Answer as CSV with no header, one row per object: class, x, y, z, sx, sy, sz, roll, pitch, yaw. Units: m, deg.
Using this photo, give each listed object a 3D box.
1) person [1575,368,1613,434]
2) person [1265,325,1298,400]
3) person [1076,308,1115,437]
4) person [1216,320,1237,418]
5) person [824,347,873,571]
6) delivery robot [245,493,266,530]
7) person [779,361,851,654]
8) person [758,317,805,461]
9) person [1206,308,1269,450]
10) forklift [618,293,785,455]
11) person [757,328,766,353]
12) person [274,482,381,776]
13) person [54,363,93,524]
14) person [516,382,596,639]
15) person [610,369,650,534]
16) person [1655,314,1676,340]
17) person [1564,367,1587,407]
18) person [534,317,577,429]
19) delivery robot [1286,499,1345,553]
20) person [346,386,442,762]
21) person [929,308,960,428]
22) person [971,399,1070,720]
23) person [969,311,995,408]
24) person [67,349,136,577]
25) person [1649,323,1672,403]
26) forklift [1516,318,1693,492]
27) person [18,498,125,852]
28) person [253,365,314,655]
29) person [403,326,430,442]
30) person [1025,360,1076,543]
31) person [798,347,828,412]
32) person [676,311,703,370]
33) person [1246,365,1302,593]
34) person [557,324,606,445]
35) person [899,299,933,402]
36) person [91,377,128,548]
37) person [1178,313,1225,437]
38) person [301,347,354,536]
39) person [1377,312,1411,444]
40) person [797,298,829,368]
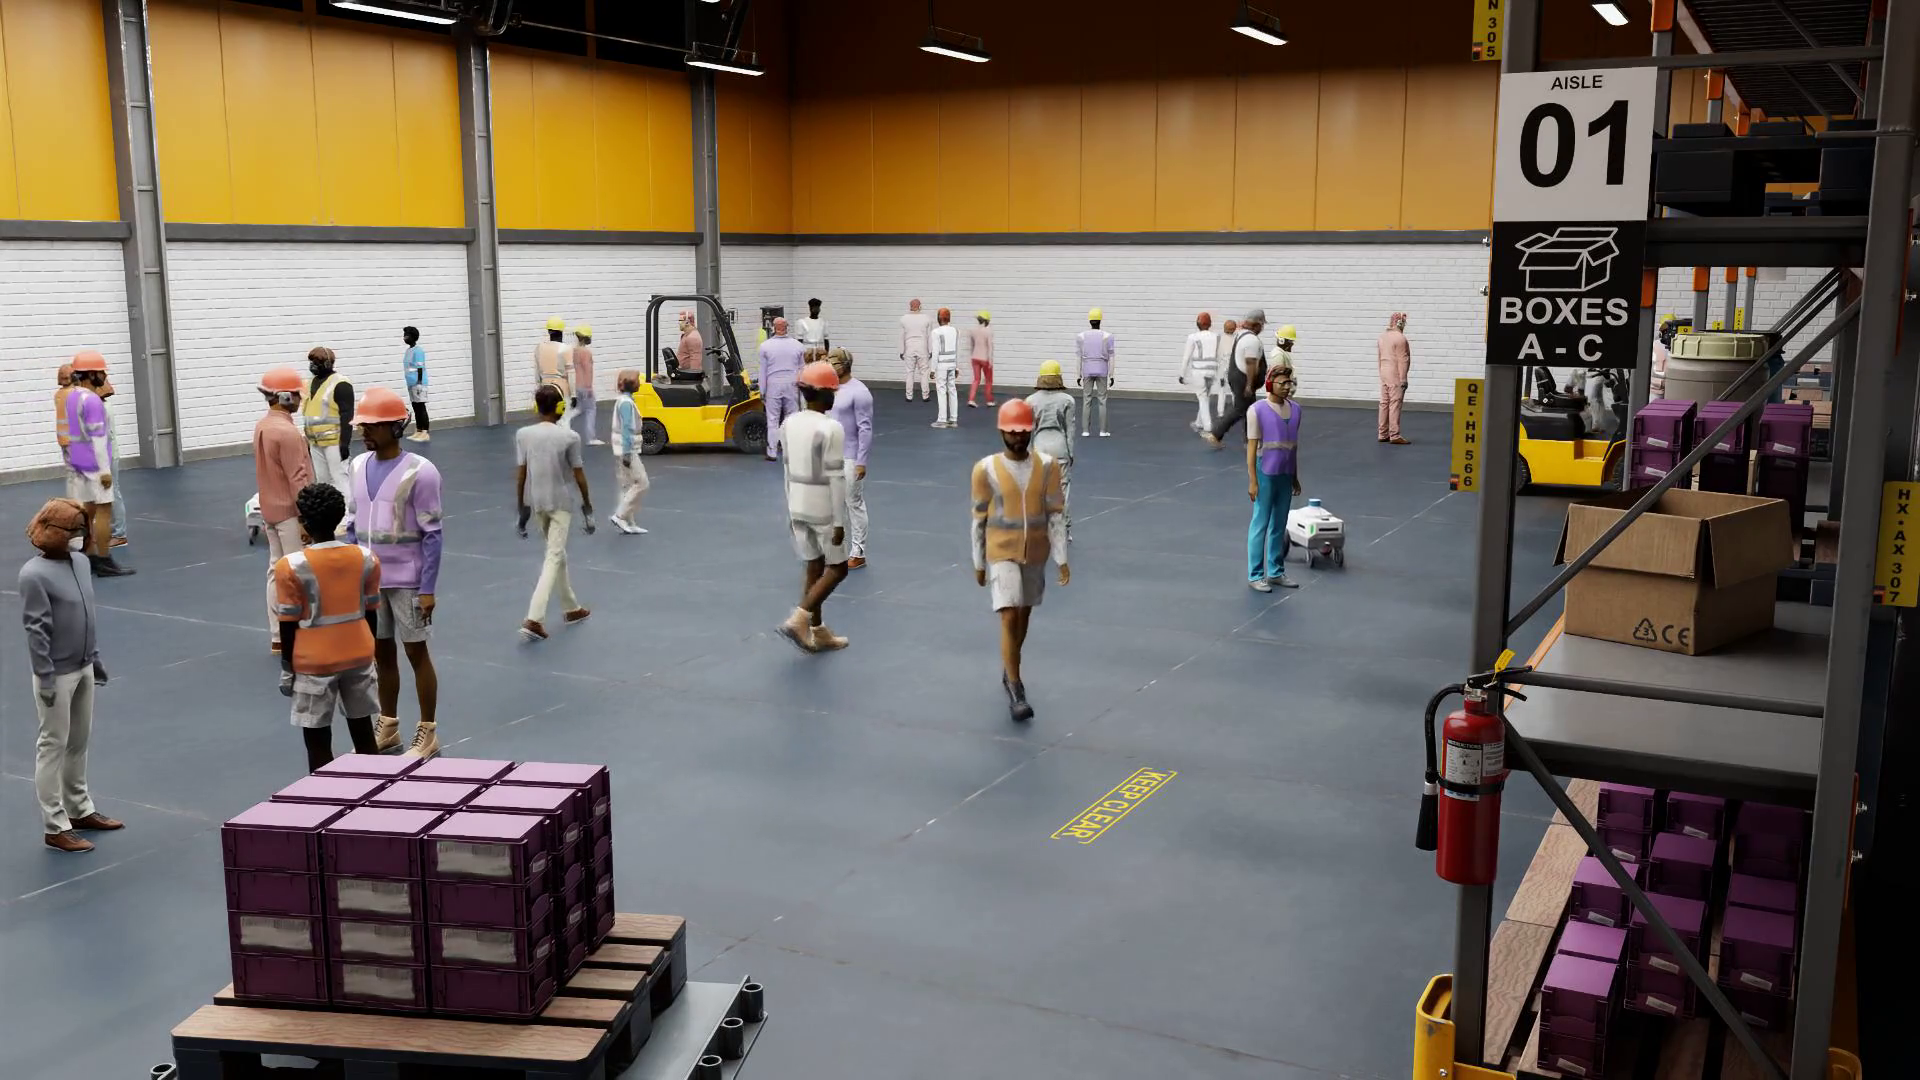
person,9.426,-2.482,24.773,0.664,1.919,0.626,-1,10,-7
person,4.139,-1.851,21.432,0.404,1.819,0.591,2,10,12
person,2.016,-2.488,24.800,0.588,1.930,0.358,2,10,11
person,4.478,-2.843,27.694,0.518,1.639,0.312,2,10,12
person,-1.021,-0.708,14.468,0.367,1.939,0.635,-10,14,-44
delivery robot,-6.620,-0.324,15.975,0.477,0.478,0.707,-2,10,-12
person,-1.004,-0.197,11.282,0.606,2.028,0.552,9,14,44
person,-2.360,-1.995,22.041,0.639,1.900,0.401,-3,10,-19
person,3.866,-2.248,23.090,0.902,2.000,0.699,-1,10,-5
forklift,-3.588,-2.317,23.042,2.313,2.155,1.214,-1,10,-5
person,-2.947,-2.713,26.379,0.479,1.832,0.645,-8,13,-39
person,-2.935,0.572,7.783,0.322,1.689,0.530,7,12,35
person,-8.962,-0.964,16.842,0.526,1.637,0.320,8,13,39
person,-2.938,-0.222,12.002,0.538,1.826,0.980,3,10,17
person,-3.195,-0.847,16.155,0.369,1.623,0.543,-2,10,-10
person,10.642,-2.493,25.107,0.403,1.833,0.591,3,10,19
person,9.640,-2.690,25.978,0.496,1.924,0.569,2,10,14
person,-5.206,-1.915,21.490,0.585,1.928,0.368,4,10,20
delivery robot,3.147,-0.120,14.796,0.477,0.478,0.707,-2,10,-10
person,-3.047,0.201,8.907,0.608,2.044,0.375,4,11,24
person,-0.239,-2.705,26.189,0.583,1.882,0.338,-9,13,-43
person,0.353,0.085,10.061,0.550,1.889,1.012,-2,10,-14
person,0.410,-3.203,29.590,0.558,1.718,0.728,6,12,33
person,-7.341,-0.650,14.142,0.550,1.936,0.374,9,13,43
person,9.346,-1.976,22.088,0.634,1.842,0.429,2,10,14
forklift,7.066,-1.601,18.899,2.313,2.155,1.214,5,11,27
person,-4.133,0.611,7.715,0.282,1.633,0.498,0,10,1
person,-4.535,-0.180,11.246,0.375,1.996,0.611,-9,13,-43
person,-7.937,-2.273,24.257,0.320,1.690,0.537,-7,12,-36
person,0.850,-0.825,15.729,0.483,1.738,0.313,1,10,4
person,-1.393,-0.942,16.095,0.345,1.846,0.506,-2,10,-11
person,-3.939,-2.369,24.181,0.401,1.906,0.649,-2,10,-12
person,2.550,-0.507,13.573,0.570,1.845,0.380,-8,12,-37
person,-5.427,-2.187,23.614,0.692,1.743,0.528,-9,13,-41
person,-0.803,-3.494,30.710,0.636,1.903,0.406,0,10,2
person,-8.013,-0.744,15.558,0.278,1.634,0.498,-7,12,-36
person,3.601,-2.482,25.012,0.603,1.841,0.957,-4,11,-22
person,-6.168,-0.959,16.210,0.648,1.842,0.429,7,12,33
person,6.284,-2.334,23.996,0.406,1.903,0.639,-3,10,-16
person,-2.587,-3.309,29.483,0.616,1.955,0.398,-4,11,-24
